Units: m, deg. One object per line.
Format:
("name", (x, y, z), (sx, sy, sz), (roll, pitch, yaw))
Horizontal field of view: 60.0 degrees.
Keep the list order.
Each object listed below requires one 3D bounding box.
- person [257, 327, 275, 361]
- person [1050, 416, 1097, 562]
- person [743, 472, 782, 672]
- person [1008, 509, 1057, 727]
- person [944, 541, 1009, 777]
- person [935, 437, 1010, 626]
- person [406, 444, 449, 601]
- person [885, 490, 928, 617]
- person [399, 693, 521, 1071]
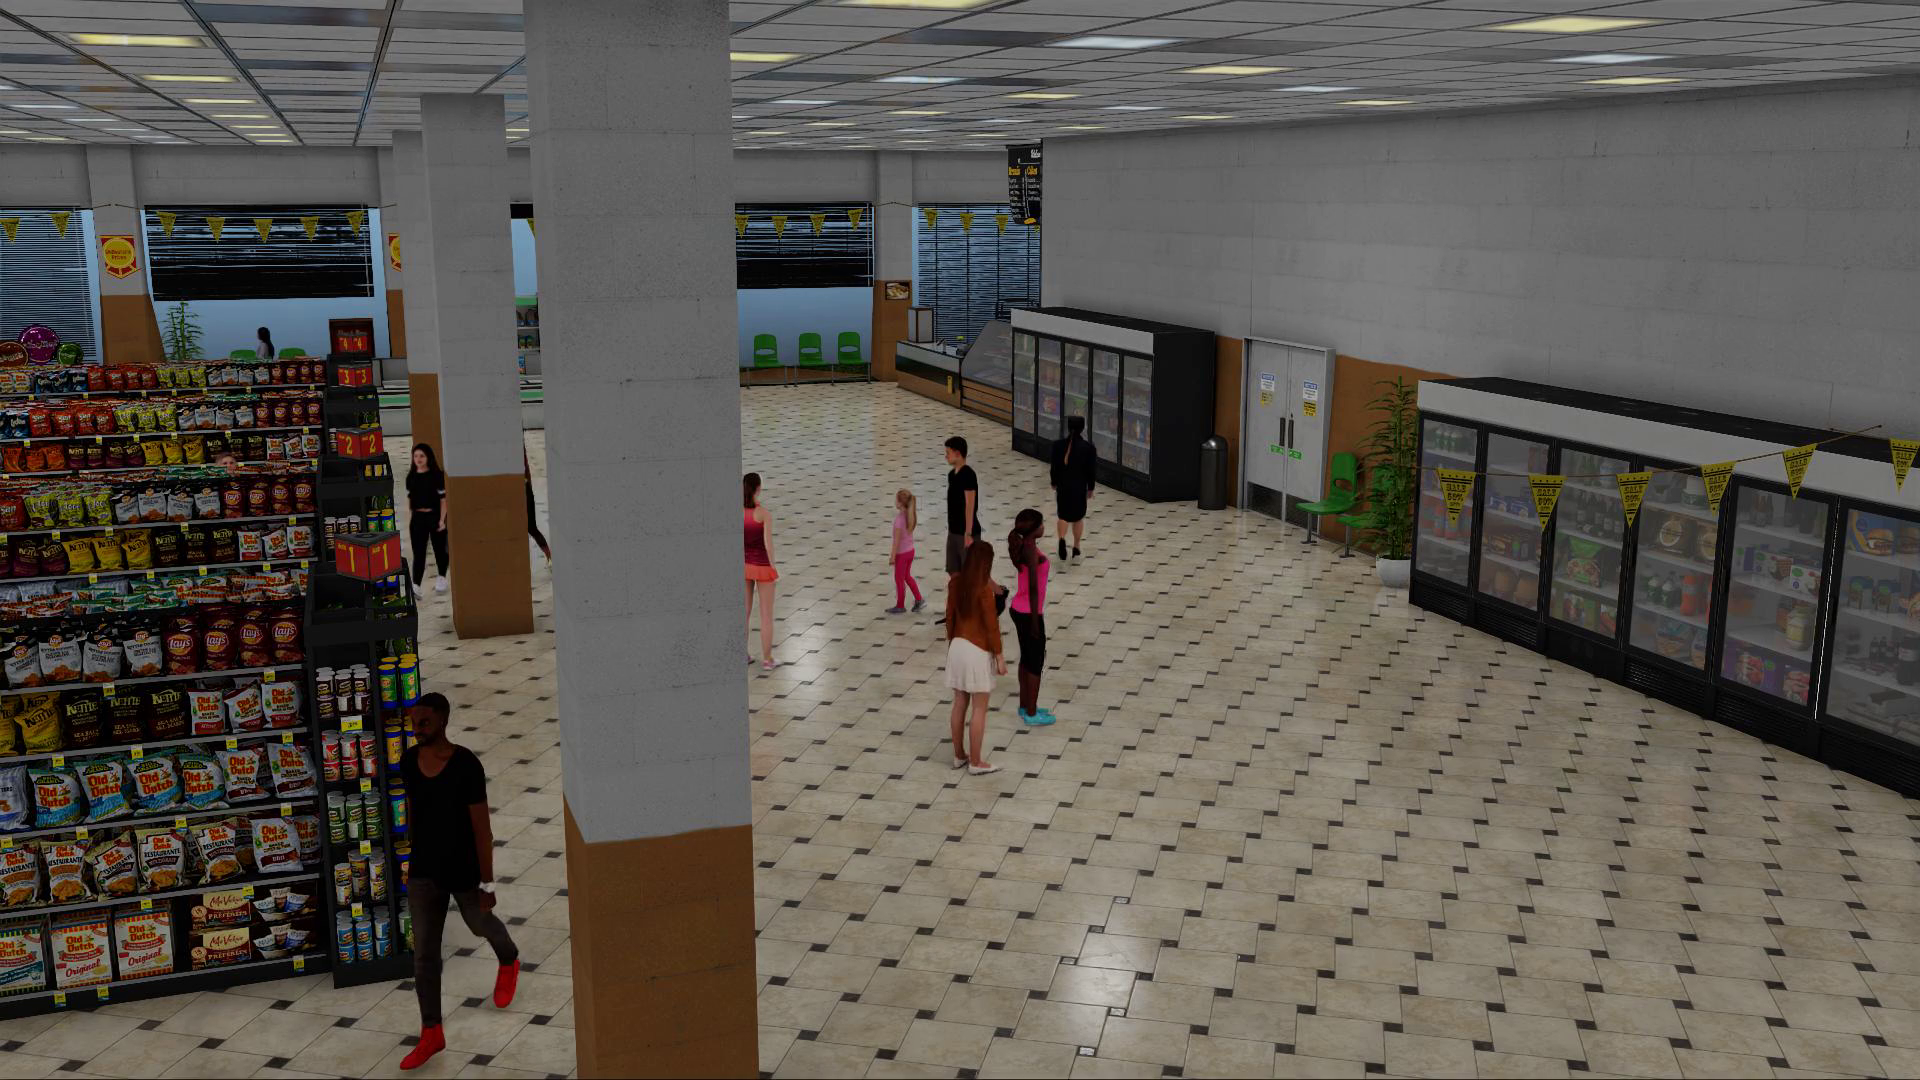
("person", (-12.590, -3.020, 30.450), (1.117, 1.688, 0.768), (-2, 12, -8))
("person", (1.240, -0.549, 18.805), (1.066, 1.651, 1.049), (2, 12, 11))
("person", (-1.811, 0.269, 14.676), (0.654, 1.751, 0.723), (4, 13, 20))
("person", (0.497, 0.599, 13.183), (0.620, 1.721, 0.626), (-2, 12, -11))
("person", (0.084, 0.839, 12.049), (0.719, 1.719, 0.711), (9, 15, 36))
("person", (0.125, -0.074, 16.102), (1.073, 1.835, 0.777), (-7, 14, -28))
("person", (-5.455, -0.185, 17.231), (1.142, 1.588, 0.954), (0, 12, 1))
("person", (-0.526, 0.117, 16.549), (0.734, 1.277, 0.671), (5, 13, 23))
("person", (-2.473, 1.607, 8.264), (1.248, 1.776, 1.199), (3, 12, 13))
